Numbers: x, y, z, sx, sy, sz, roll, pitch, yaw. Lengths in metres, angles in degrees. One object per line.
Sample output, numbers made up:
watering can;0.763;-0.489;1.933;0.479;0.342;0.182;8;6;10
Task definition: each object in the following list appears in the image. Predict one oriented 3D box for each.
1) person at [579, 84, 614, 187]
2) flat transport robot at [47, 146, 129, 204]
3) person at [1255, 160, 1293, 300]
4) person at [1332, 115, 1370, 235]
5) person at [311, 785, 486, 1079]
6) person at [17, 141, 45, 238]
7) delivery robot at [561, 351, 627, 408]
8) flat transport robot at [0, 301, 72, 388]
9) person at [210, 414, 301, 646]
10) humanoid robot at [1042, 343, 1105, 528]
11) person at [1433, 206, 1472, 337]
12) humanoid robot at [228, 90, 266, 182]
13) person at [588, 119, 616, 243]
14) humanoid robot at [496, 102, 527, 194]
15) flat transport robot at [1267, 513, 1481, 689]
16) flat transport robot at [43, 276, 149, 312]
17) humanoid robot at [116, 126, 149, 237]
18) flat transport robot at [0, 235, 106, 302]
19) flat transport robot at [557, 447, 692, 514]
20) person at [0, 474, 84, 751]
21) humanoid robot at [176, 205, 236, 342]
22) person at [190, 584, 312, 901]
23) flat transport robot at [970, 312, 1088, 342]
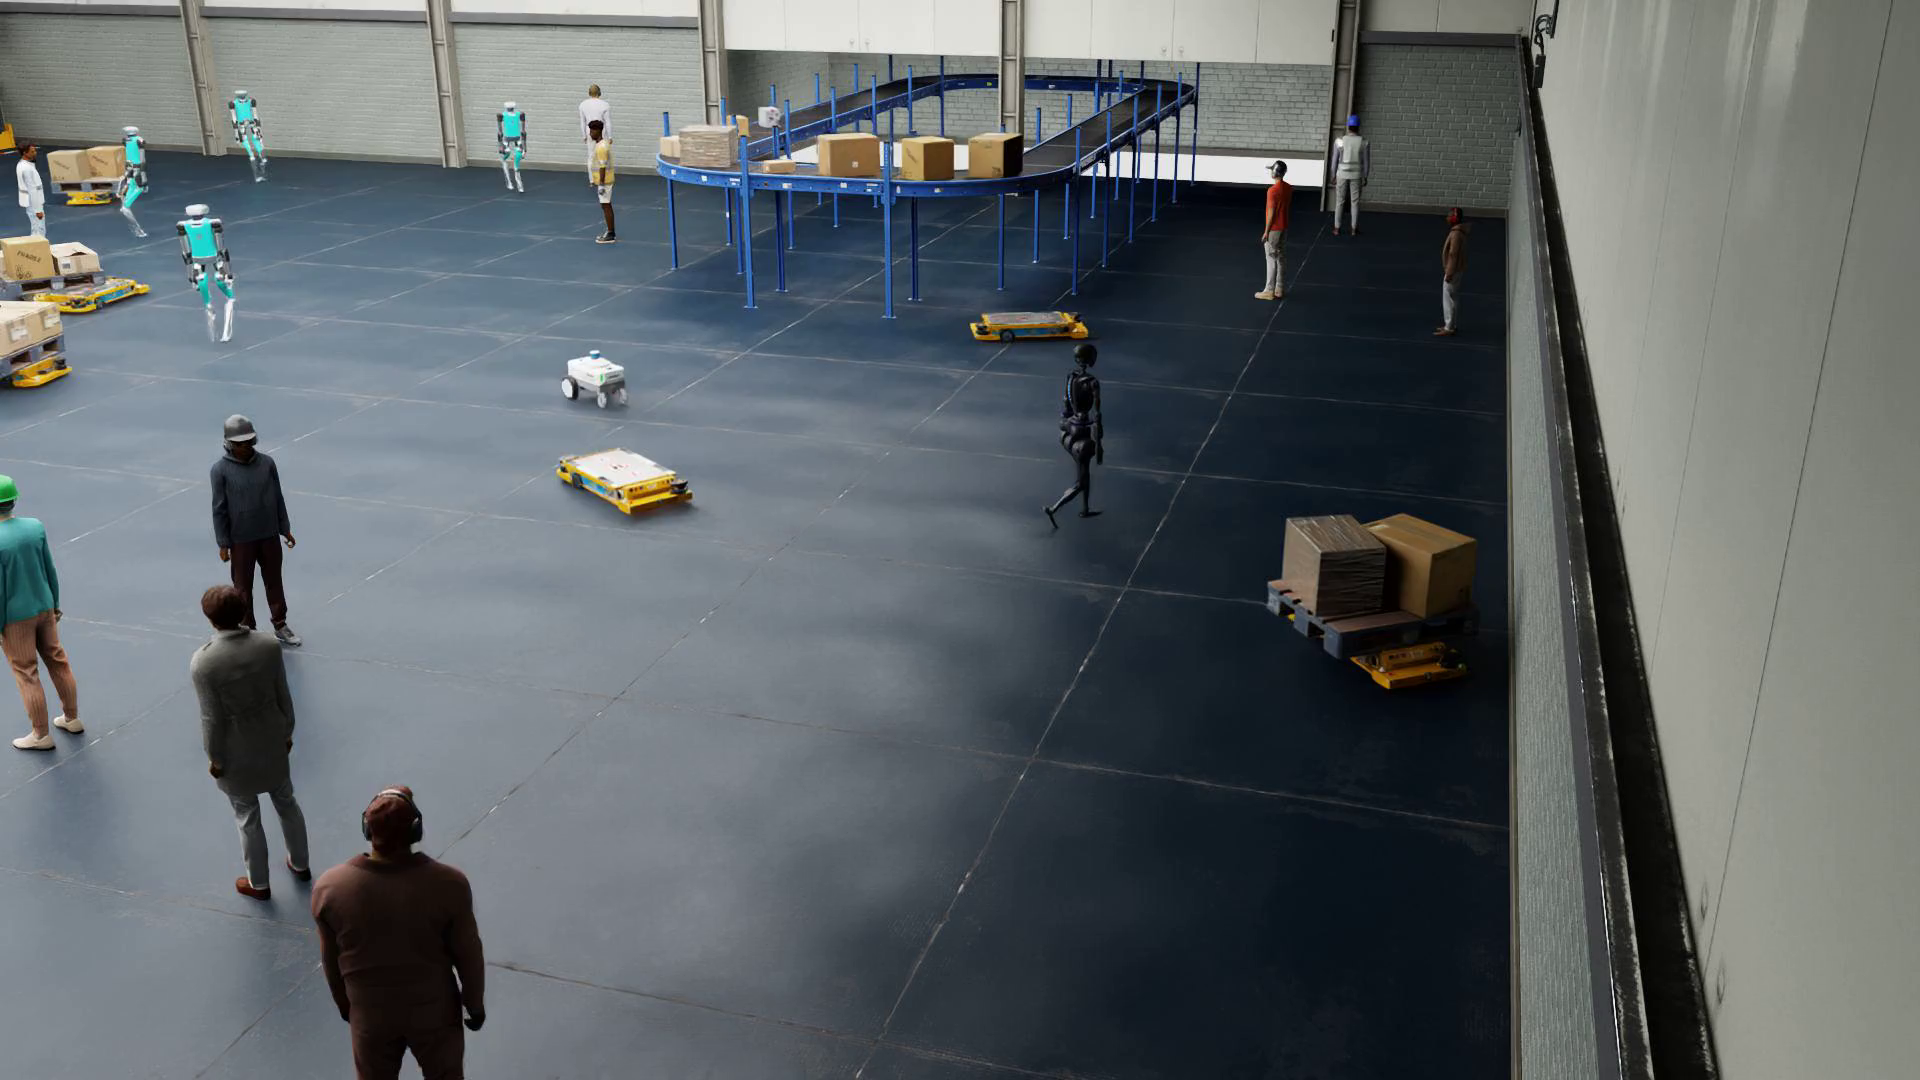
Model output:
person;-7.000;-7.797;32.104;0.623;1.931;0.375;3;21;9
flat transport robot;-15.984;-6.414;30.814;0.659;0.231;1.431;-3;21;-8
person;4.358;-4.296;23.039;0.382;1.912;0.477;20;29;41
person;6.434;-6.013;27.447;0.605;1.943;0.399;6;22;15
person;-2.304;1.907;6.980;0.652;1.892;0.397;-3;21;-7
person;-13.807;-4.978;24.805;0.380;1.915;0.600;-14;25;-31
delivery robot;-4.042;-1.800;18.453;0.791;0.598;0.499;20;28;41
flat transport robot;-11.165;-1.963;19.270;1.431;0.231;0.659;2;21;5
person;-5.166;-0.050;12.159;0.540;1.814;0.364;-19;28;-40
humanoid robot;1.000;-0.935;14.688;0.720;1.634;0.591;-11;24;-26
person;6.260;-3.401;21.089;0.310;1.646;0.474;8;23;21
humanoid robot;-13.876;-7.882;32.595;0.531;1.781;0.745;-17;27;-37
person;-5.770;-5.802;26.881;0.373;1.959;0.602;-3;21;-7
humanoid robot;-8.453;-7.364;31.272;0.535;1.754;1.013;-11;24;-26
flat transport robot;3.051;0.701;12.360;0.659;0.231;1.431;-8;22;-19
flat transport robot;-11.949;-3.384;22.956;0.659;0.231;1.431;4;21;10
humanoid robot;-13.687;-5.838;27.365;0.547;1.838;0.729;14;25;32
flat transport robot;-12.594;-3.433;23.083;0.659;0.231;1.431;-16;26;-36
flat transport robot;-3.175;-0.572;15.661;0.659;0.231;1.431;-17;27;-36
person;-6.055;0.463;10.746;0.349;1.872;0.533;8;22;20
humanoid robot;-9.316;-3.260;20.743;0.555;1.903;0.702;-4;21;-10
person;-3.907;1.106;9.143;0.360;1.828;0.514;18;27;38
flat transport robot;0.879;-2.727;21.251;1.431;0.231;0.659;-2;21;-6
